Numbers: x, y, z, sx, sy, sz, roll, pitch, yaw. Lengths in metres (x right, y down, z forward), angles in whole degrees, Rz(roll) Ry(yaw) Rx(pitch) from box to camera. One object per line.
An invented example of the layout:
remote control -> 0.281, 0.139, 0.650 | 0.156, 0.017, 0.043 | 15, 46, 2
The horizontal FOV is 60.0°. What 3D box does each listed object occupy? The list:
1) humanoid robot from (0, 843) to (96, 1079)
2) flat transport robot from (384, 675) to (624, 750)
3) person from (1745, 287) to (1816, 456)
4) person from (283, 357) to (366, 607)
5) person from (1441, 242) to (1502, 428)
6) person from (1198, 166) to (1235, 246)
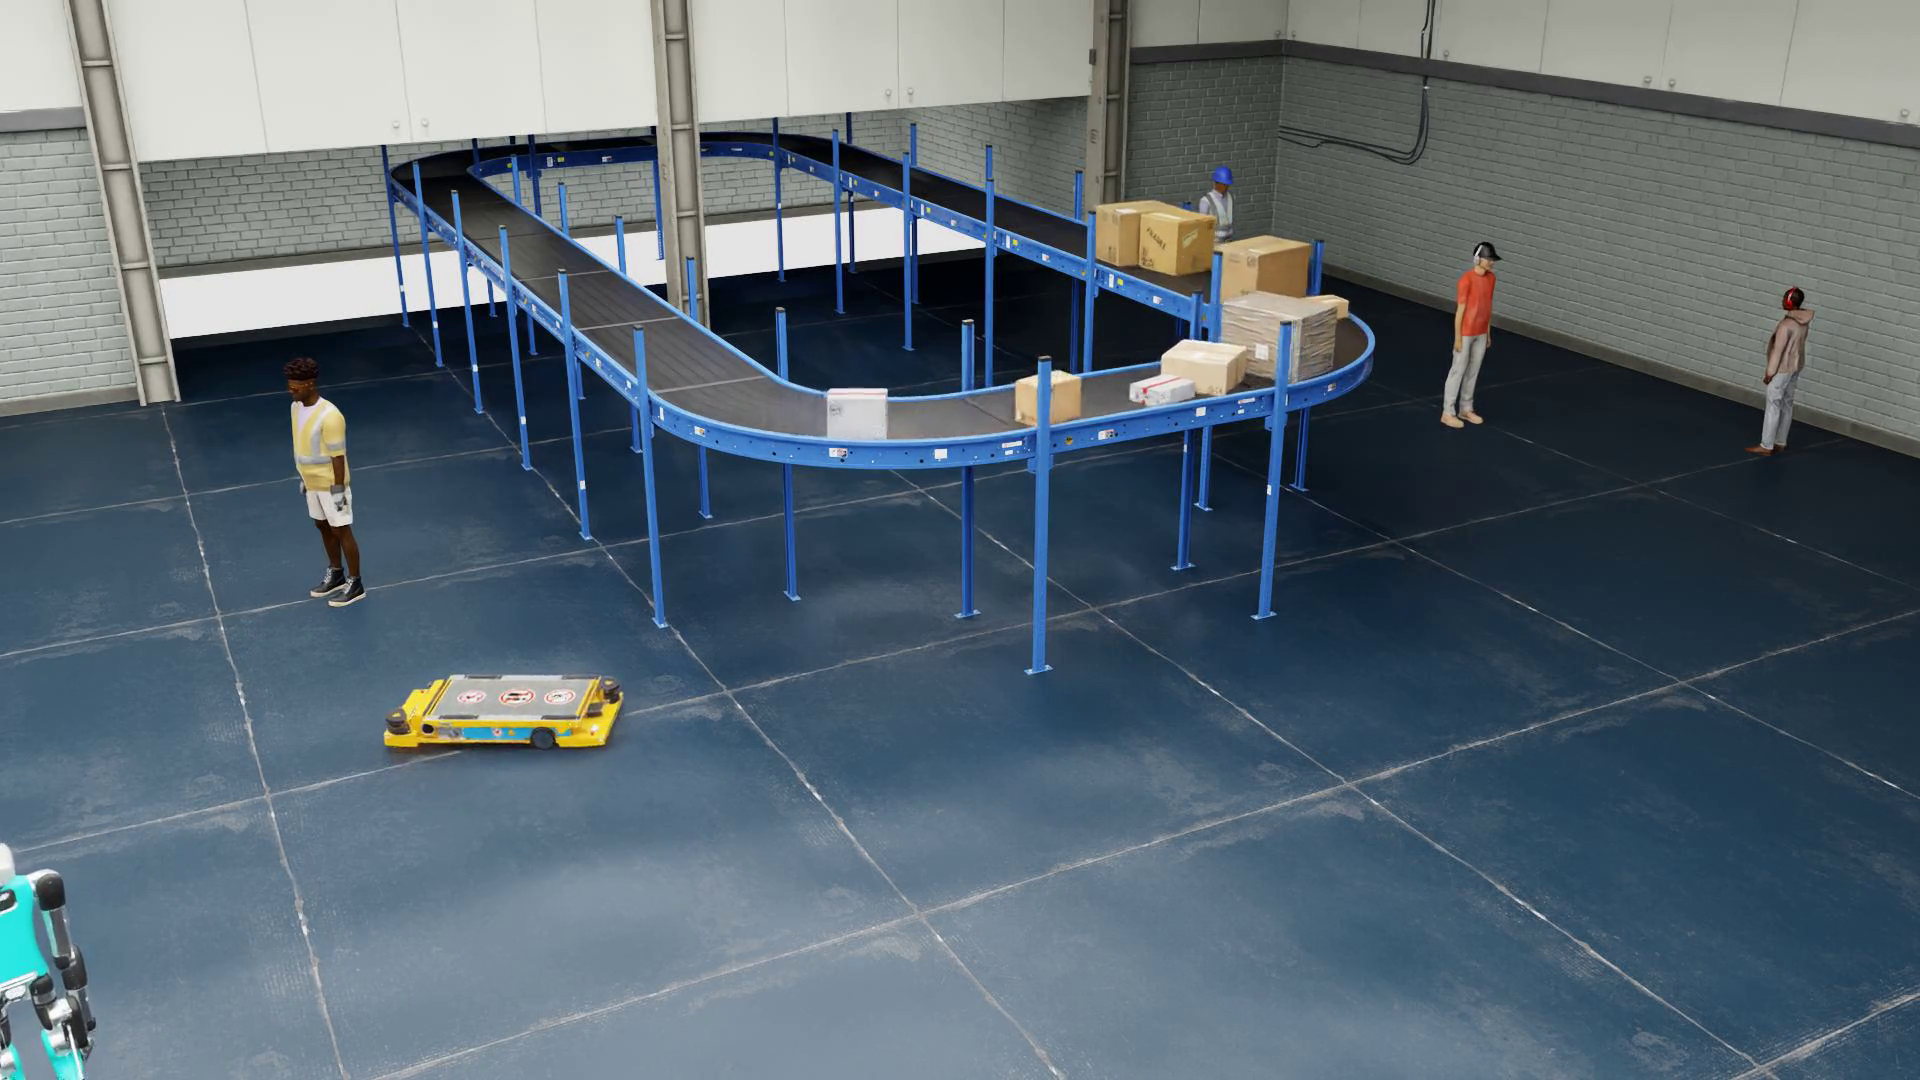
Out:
humanoid robot -> -3.701, 2.110, 6.686 | 0.531, 1.789, 0.705 | -18, 28, -37
flat transport robot -> -3.015, 1.142, 11.053 | 1.431, 0.231, 0.659 | 0, 22, 0
person -> 7.952, -1.623, 16.047 | 0.464, 1.647, 0.317 | -15, 27, -33
person -> -4.886, -0.459, 12.761 | 0.602, 1.959, 0.372 | 18, 28, 38
person -> 5.211, -2.074, 16.831 | 0.475, 1.904, 0.430 | -13, 25, -29
person -> 3.222, -3.718, 20.852 | 0.618, 1.934, 0.412 | -18, 28, -37
